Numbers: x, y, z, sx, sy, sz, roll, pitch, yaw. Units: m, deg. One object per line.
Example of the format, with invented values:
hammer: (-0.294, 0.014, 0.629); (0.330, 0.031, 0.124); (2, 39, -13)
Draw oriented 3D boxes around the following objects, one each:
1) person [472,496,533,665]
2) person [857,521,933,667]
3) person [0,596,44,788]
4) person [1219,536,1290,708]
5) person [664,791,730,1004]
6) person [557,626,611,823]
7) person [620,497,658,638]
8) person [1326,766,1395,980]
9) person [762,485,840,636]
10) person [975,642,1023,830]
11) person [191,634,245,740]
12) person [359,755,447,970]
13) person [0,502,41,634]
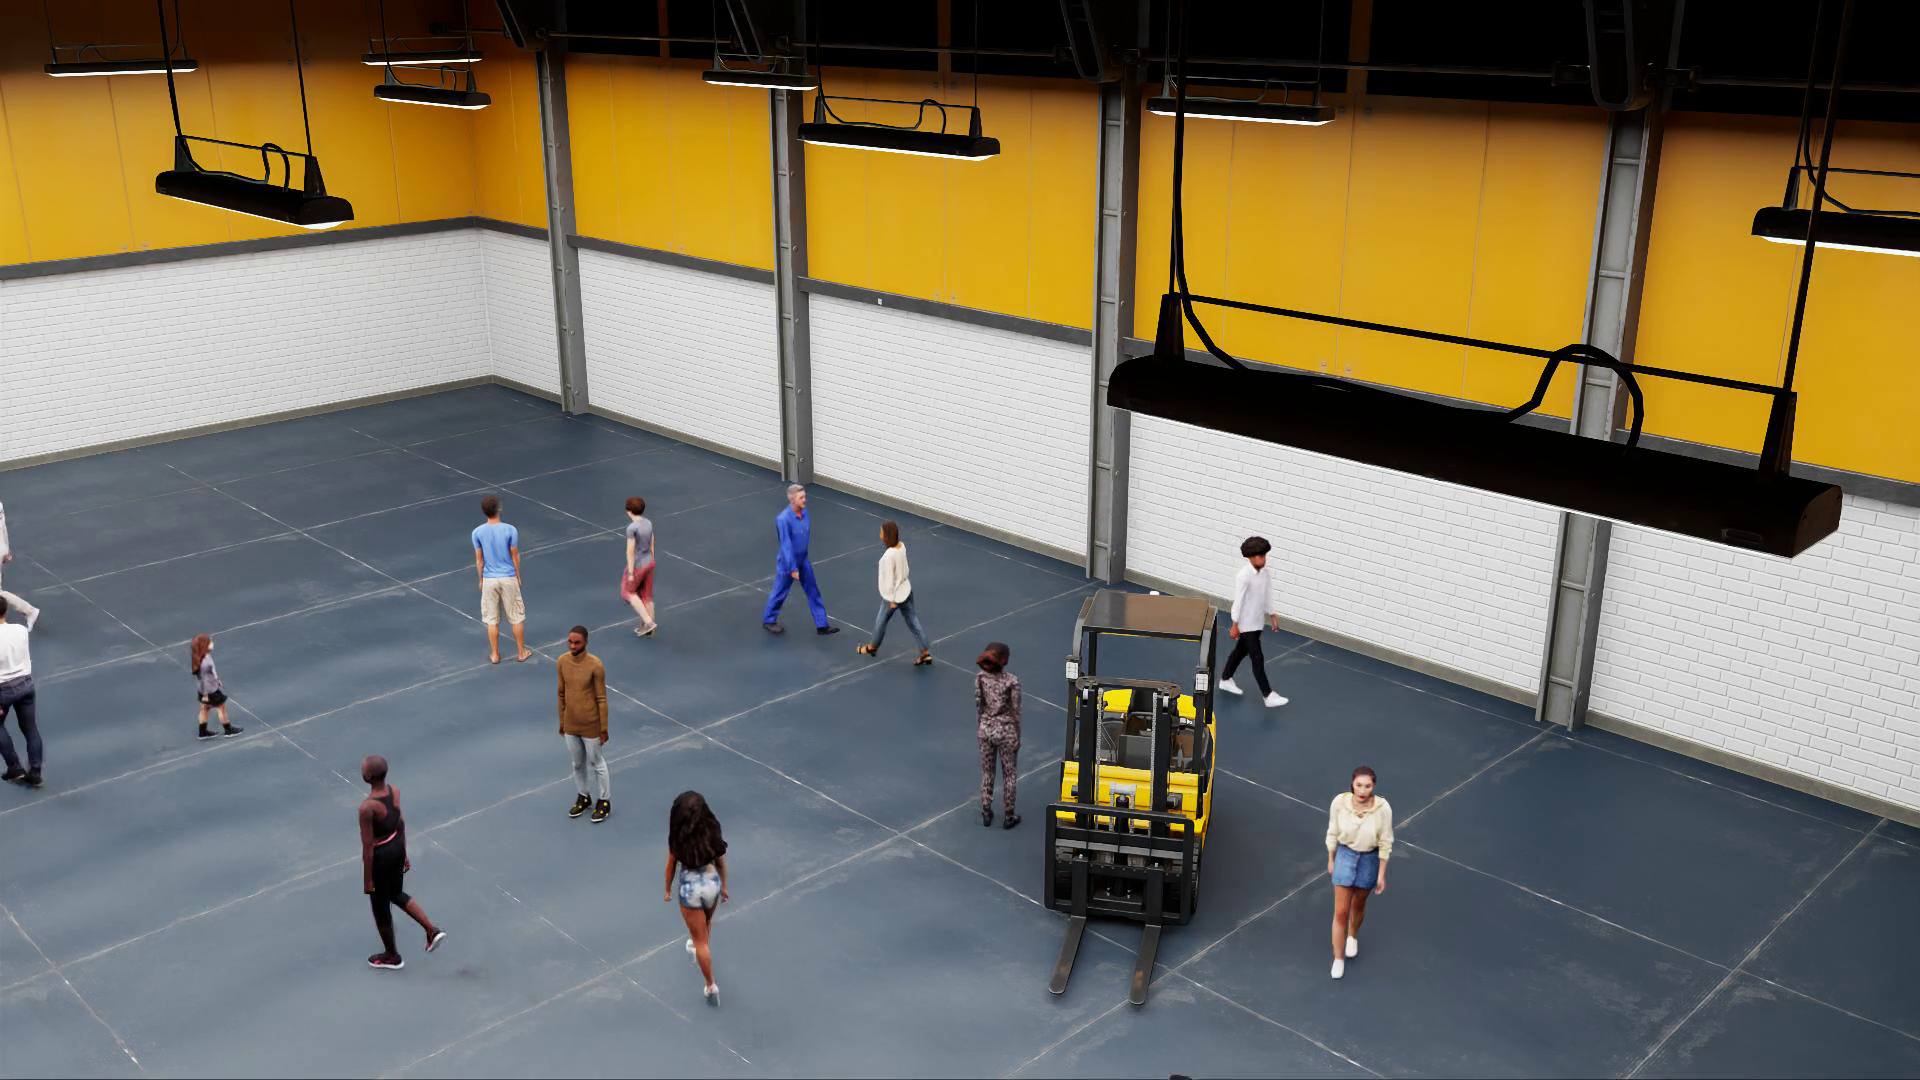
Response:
person: (-4.987, 0.430, 18.028); (0.751, 1.863, 0.782); (-3, 19, -8)
person: (-0.593, 0.617, 17.835); (1.210, 1.633, 0.884); (9, 21, 25)
person: (-8.587, 1.403, 15.164); (0.793, 1.848, 0.703); (12, 22, 31)
person: (2.915, 0.817, 17.042); (1.081, 1.758, 0.651); (17, 25, 41)
person: (-1.852, 2.610, 11.980); (0.734, 1.593, 1.016); (-11, 21, -29)
person: (-3.307, 1.599, 14.639); (0.635, 1.810, 0.764); (6, 20, 18)
person: (-3.522, 0.336, 18.660); (0.737, 1.637, 0.684); (11, 22, 30)
person: (3.004, 2.416, 12.529); (0.969, 1.609, 0.962); (5, 19, 14)
person: (-1.960, 0.251, 18.693); (1.262, 1.778, 0.936); (11, 22, 30)
person: (0.333, 1.694, 14.507); (0.588, 1.714, 0.703); (7, 20, 20)
person: (-7.397, 1.443, 16.234); (0.618, 1.089, 0.627); (-11, 21, -29)
person: (-4.177, 2.412, 12.326); (0.956, 1.747, 0.819); (5, 19, 14)
person: (-10.887, 0.170, 18.826); (1.155, 1.847, 1.113); (-1, 19, -2)
